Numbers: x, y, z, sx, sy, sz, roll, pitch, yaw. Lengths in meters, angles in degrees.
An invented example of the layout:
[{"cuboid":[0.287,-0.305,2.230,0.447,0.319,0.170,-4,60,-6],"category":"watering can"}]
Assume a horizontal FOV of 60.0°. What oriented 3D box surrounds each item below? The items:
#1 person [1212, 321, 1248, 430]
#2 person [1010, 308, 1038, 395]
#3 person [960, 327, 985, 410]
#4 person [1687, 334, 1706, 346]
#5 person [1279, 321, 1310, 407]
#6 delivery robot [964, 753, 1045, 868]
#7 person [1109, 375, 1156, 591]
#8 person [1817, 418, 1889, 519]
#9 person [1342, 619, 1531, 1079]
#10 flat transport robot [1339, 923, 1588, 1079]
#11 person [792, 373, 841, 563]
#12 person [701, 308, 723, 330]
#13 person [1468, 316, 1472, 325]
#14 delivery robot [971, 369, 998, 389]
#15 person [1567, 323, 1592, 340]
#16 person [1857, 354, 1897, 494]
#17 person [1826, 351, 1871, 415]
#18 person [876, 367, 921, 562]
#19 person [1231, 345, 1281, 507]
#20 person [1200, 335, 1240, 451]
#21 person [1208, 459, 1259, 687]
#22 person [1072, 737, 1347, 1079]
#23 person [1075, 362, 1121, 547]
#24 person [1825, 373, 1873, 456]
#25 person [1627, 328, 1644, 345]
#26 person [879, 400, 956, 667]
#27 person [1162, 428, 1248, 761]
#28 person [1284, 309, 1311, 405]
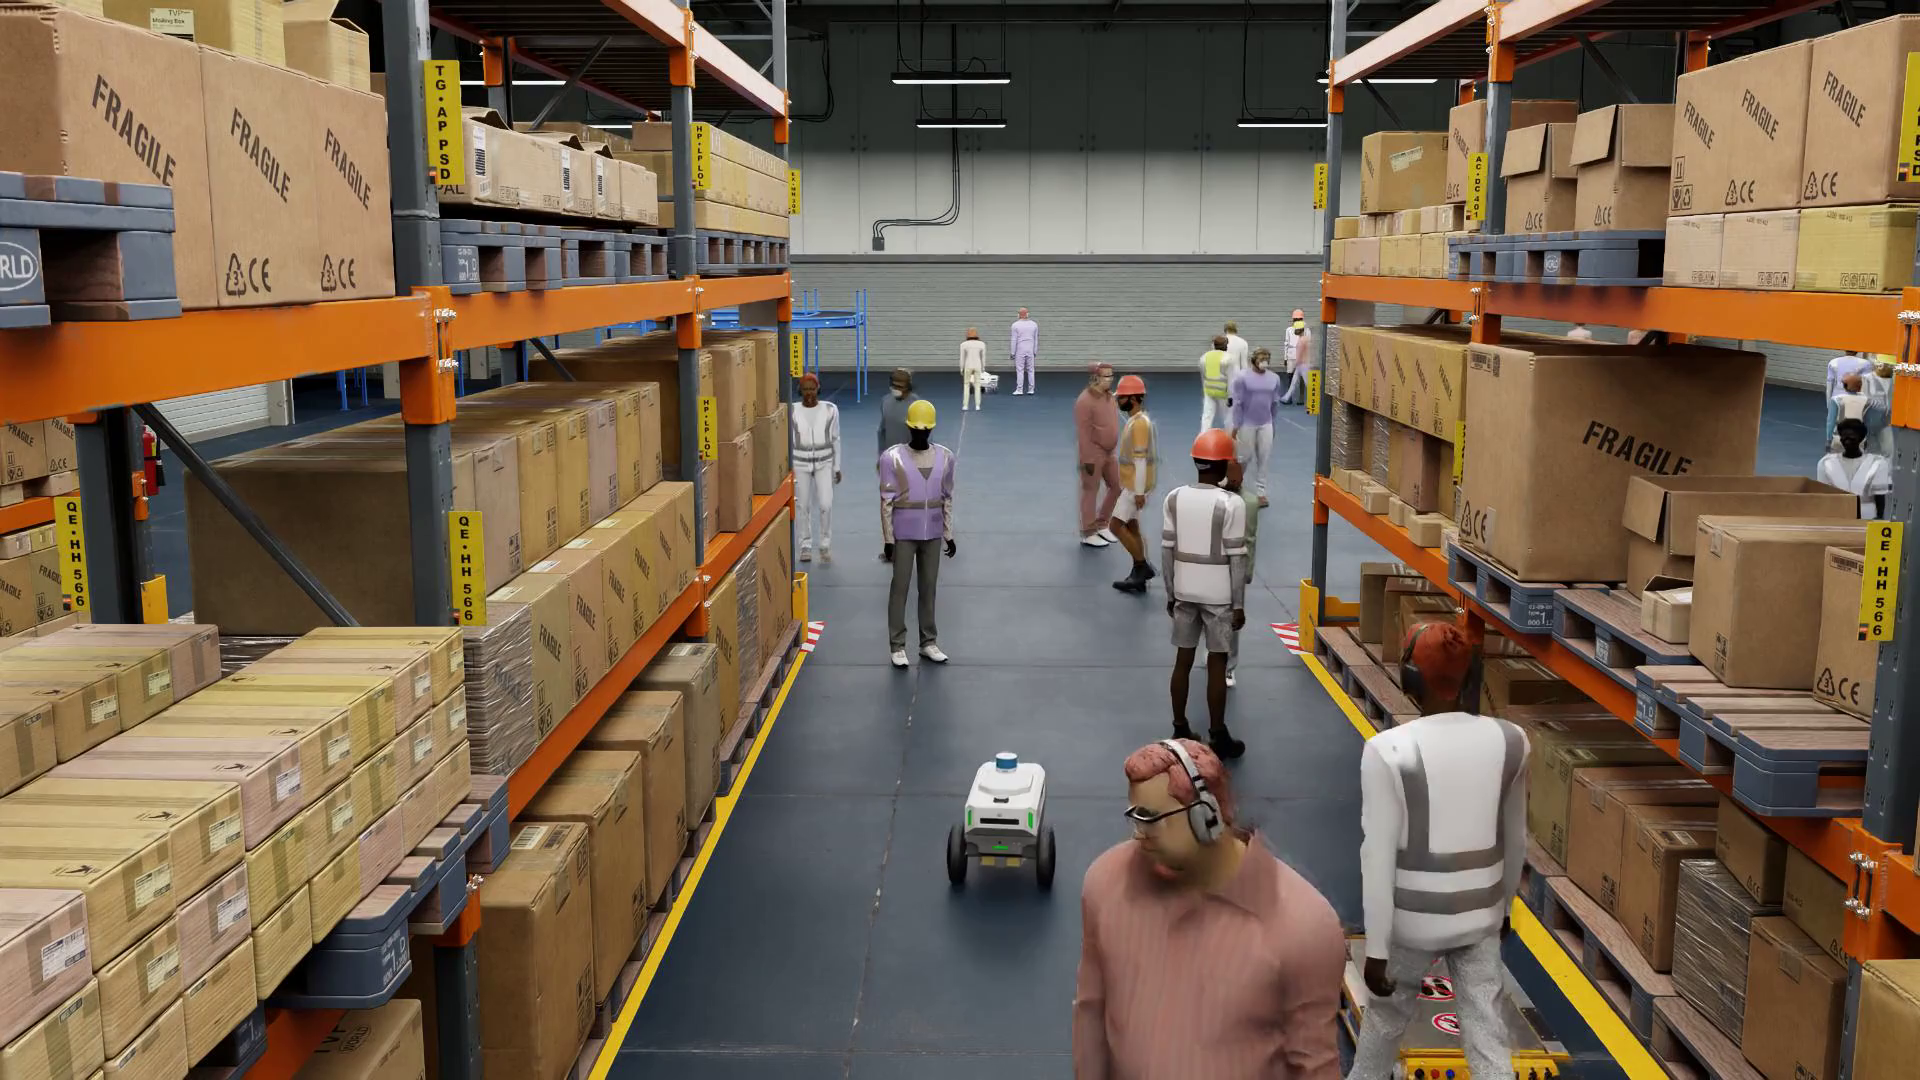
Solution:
[{"cuboid":[4.693,-2.882,29.084,0.641,1.889,1.021,0,9,-2],"category":"person"},{"cuboid":[1.391,-4.134,36.526,0.638,1.904,0.402,-4,10,-23],"category":"person"},{"cuboid":[0.240,-3.361,32.714,0.502,1.635,0.314,-1,10,-7],"category":"person"},{"cuboid":[11.778,-2.520,26.755,1.025,1.928,0.618,8,12,40],"category":"person"},{"cuboid":[6.803,-3.543,33.520,0.912,1.708,0.538,3,10,16],"category":"person"},{"cuboid":[0.223,1.271,8.023,0.477,0.478,0.707,1,10,7],"category":"delivery robot"},{"cuboid":[1.498,-0.493,14.655,0.411,1.917,0.566,0,9,2],"category":"person"},{"cuboid":[7.156,-0.161,13.392,0.535,1.673,0.569,6,11,32],"category":"person"},{"cuboid":[1.476,1.149,5.114,0.608,1.830,1.007,-2,10,-14],"category":"person"},{"cuboid":[1.770,1.774,6.135,0.652,0.197,1.431,0,9,1],"category":"flat transport robot"},{"cuboid":[-1.440,-0.691,16.081,0.591,1.842,0.689,-2,10,-10],"category":"person"},{"cuboid":[-6.592,-5.352,43.532,0.814,2.000,0.683,3,10,16],"category":"person"},{"cuboid":[11.690,-4.270,37.948,0.318,1.695,0.539,-7,12,-37],"category":"person"},{"cuboid":[0.499,-3.567,36.998,0.707,0.478,0.477,9,13,43],"category":"delivery robot"},{"cuboid":[13.693,-4.092,36.831,0.527,1.727,0.899,5,11,29],"category":"person"},{"cuboid":[11.533,-1.470,20.853,0.613,1.796,0.766,-1,10,-9],"category":"person"},{"cuboid":[12.245,-1.886,22.950,0.545,1.938,0.355,8,12,40],"category":"person"},{"cuboid":[-0.505,-0.754,16.289,0.625,1.901,0.703,-8,12,-39],"category":"person"},{"cuboid":[3.531,-1.385,20.002,0.641,1.920,0.647,-2,10,-14],"category":"person"},{"cuboid":[3.997,-2.229,25.423,0.657,1.791,0.941,9,13,42],"category":"person"},{"cuboid":[1.842,0.159,11.697,0.495,1.601,0.788,2,10,14],"category":"person"},{"cuboid":[0.591,1.338,3.843,0.681,1.871,0.824,6,11,33],"category":"person"},{"cuboid":[1.455,-0.870,16.988,0.461,1.890,0.678,7,12,36],"category":"person"},{"cuboid":[10.434,-1.170,19.628,0.544,1.597,0.836,1,10,5],"category":"person"},{"cuboid":[15.158,-4.137,37.356,0.538,1.621,0.413,-5,11,-29],"category":"person"},{"cuboid":[-0.294,-0.055,12.030,0.586,1.921,0.383,-5,11,-26],"category":"person"},{"cuboid":[1.454,0.310,9.795,0.548,1.937,0.379,8,12,40],"category":"person"},{"cuboid":[6.902,-3.751,34.109,0.546,1.942,0.353,6,11,32],"category":"person"}]
